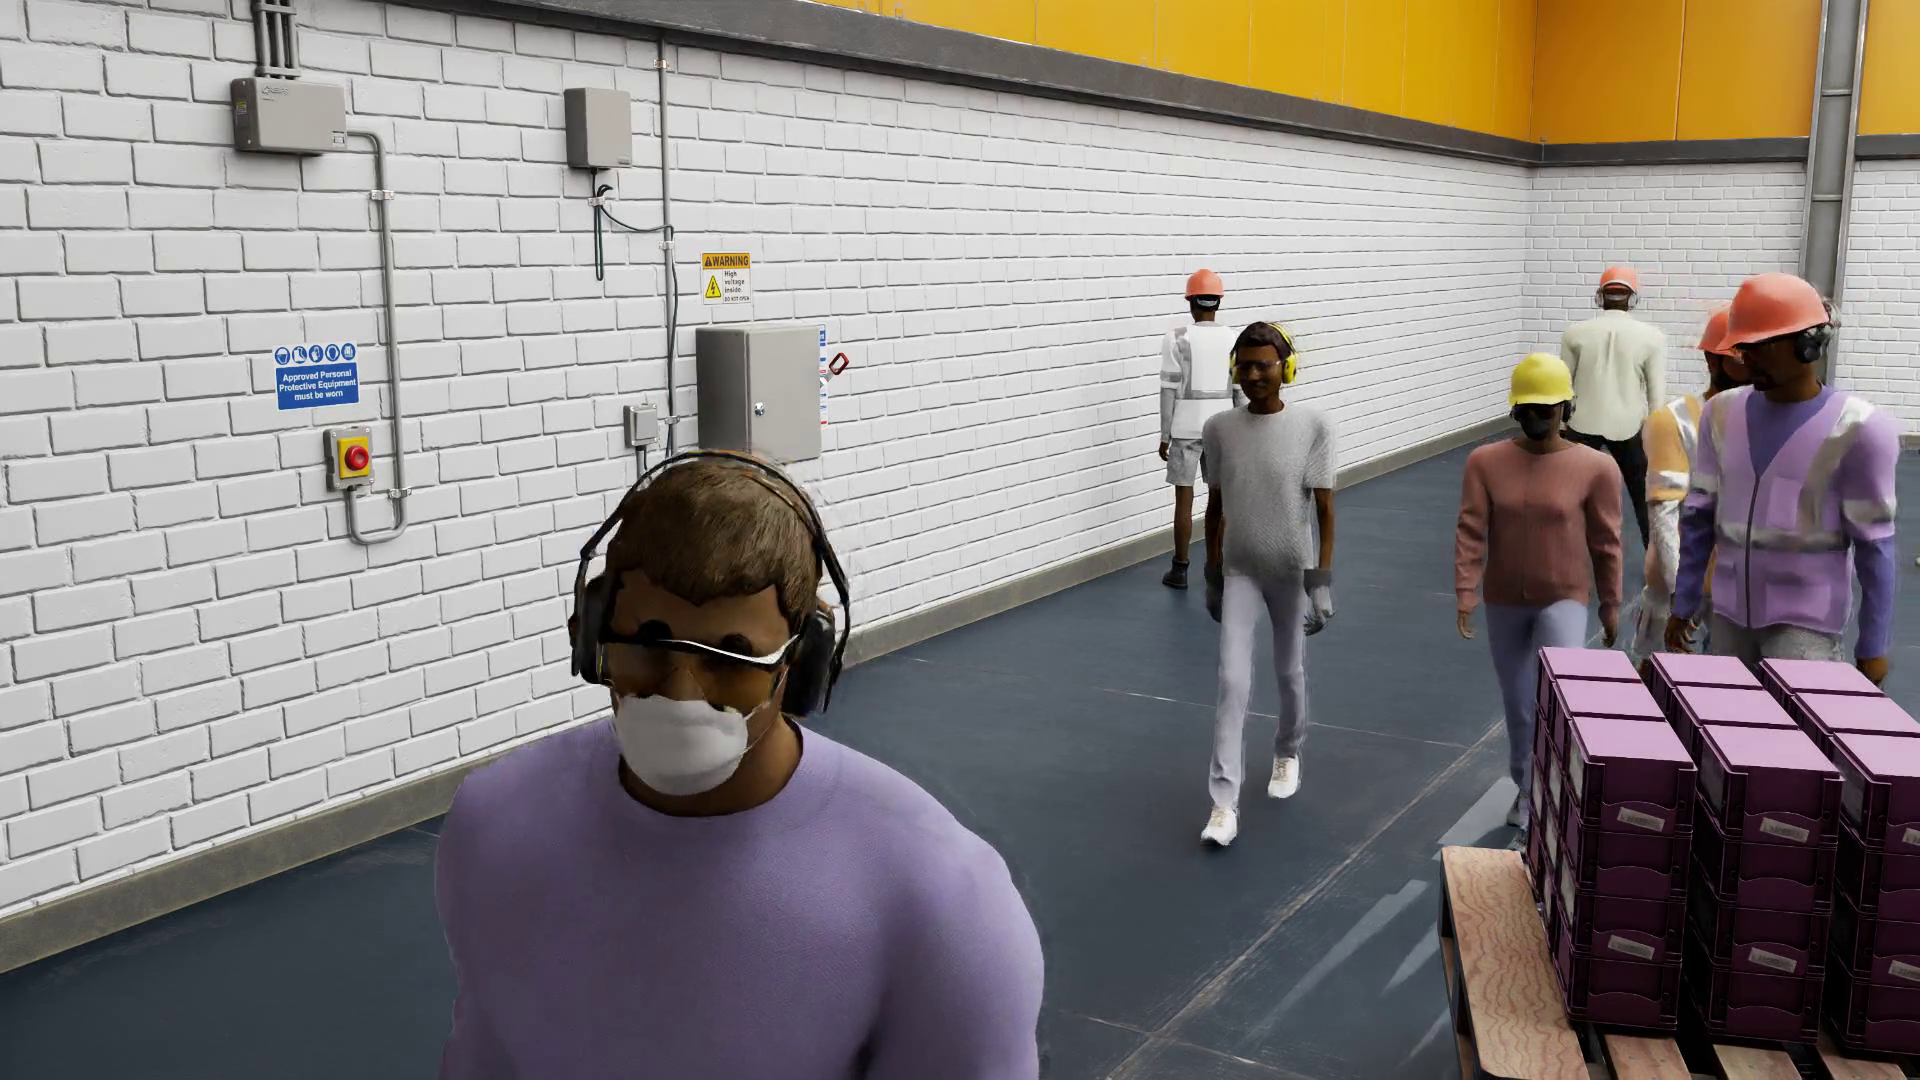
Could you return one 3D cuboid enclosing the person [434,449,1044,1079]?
[{"bbox_3d":[-0.247,0.868,1.585,0.654,1.919,0.428,4,11,23],"label":"person"}]

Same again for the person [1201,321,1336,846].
[{"bbox_3d":[1.102,0.125,5.993,0.512,1.823,0.980,3,11,18],"label":"person"}]

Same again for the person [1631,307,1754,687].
[{"bbox_3d":[2.639,0.121,5.841,0.551,1.888,0.982,-2,10,-8],"label":"person"}]

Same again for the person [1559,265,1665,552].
[{"bbox_3d":[4.006,-0.692,10.163,0.745,1.958,0.521,4,11,20],"label":"person"}]

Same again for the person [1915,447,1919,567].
[{"bbox_3d":[6.378,-0.638,10.561,0.529,1.694,0.321,1,10,4],"label":"person"}]

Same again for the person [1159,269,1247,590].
[{"bbox_3d":[1.453,-0.663,10.057,0.540,1.929,0.380,-2,10,-12],"label":"person"}]

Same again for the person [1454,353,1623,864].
[{"bbox_3d":[1.950,0.228,5.685,0.524,1.716,0.883,7,12,33],"label":"person"}]

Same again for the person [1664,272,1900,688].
[{"bbox_3d":[2.527,0.206,5.035,0.657,2.014,0.658,-6,12,-29],"label":"person"}]
